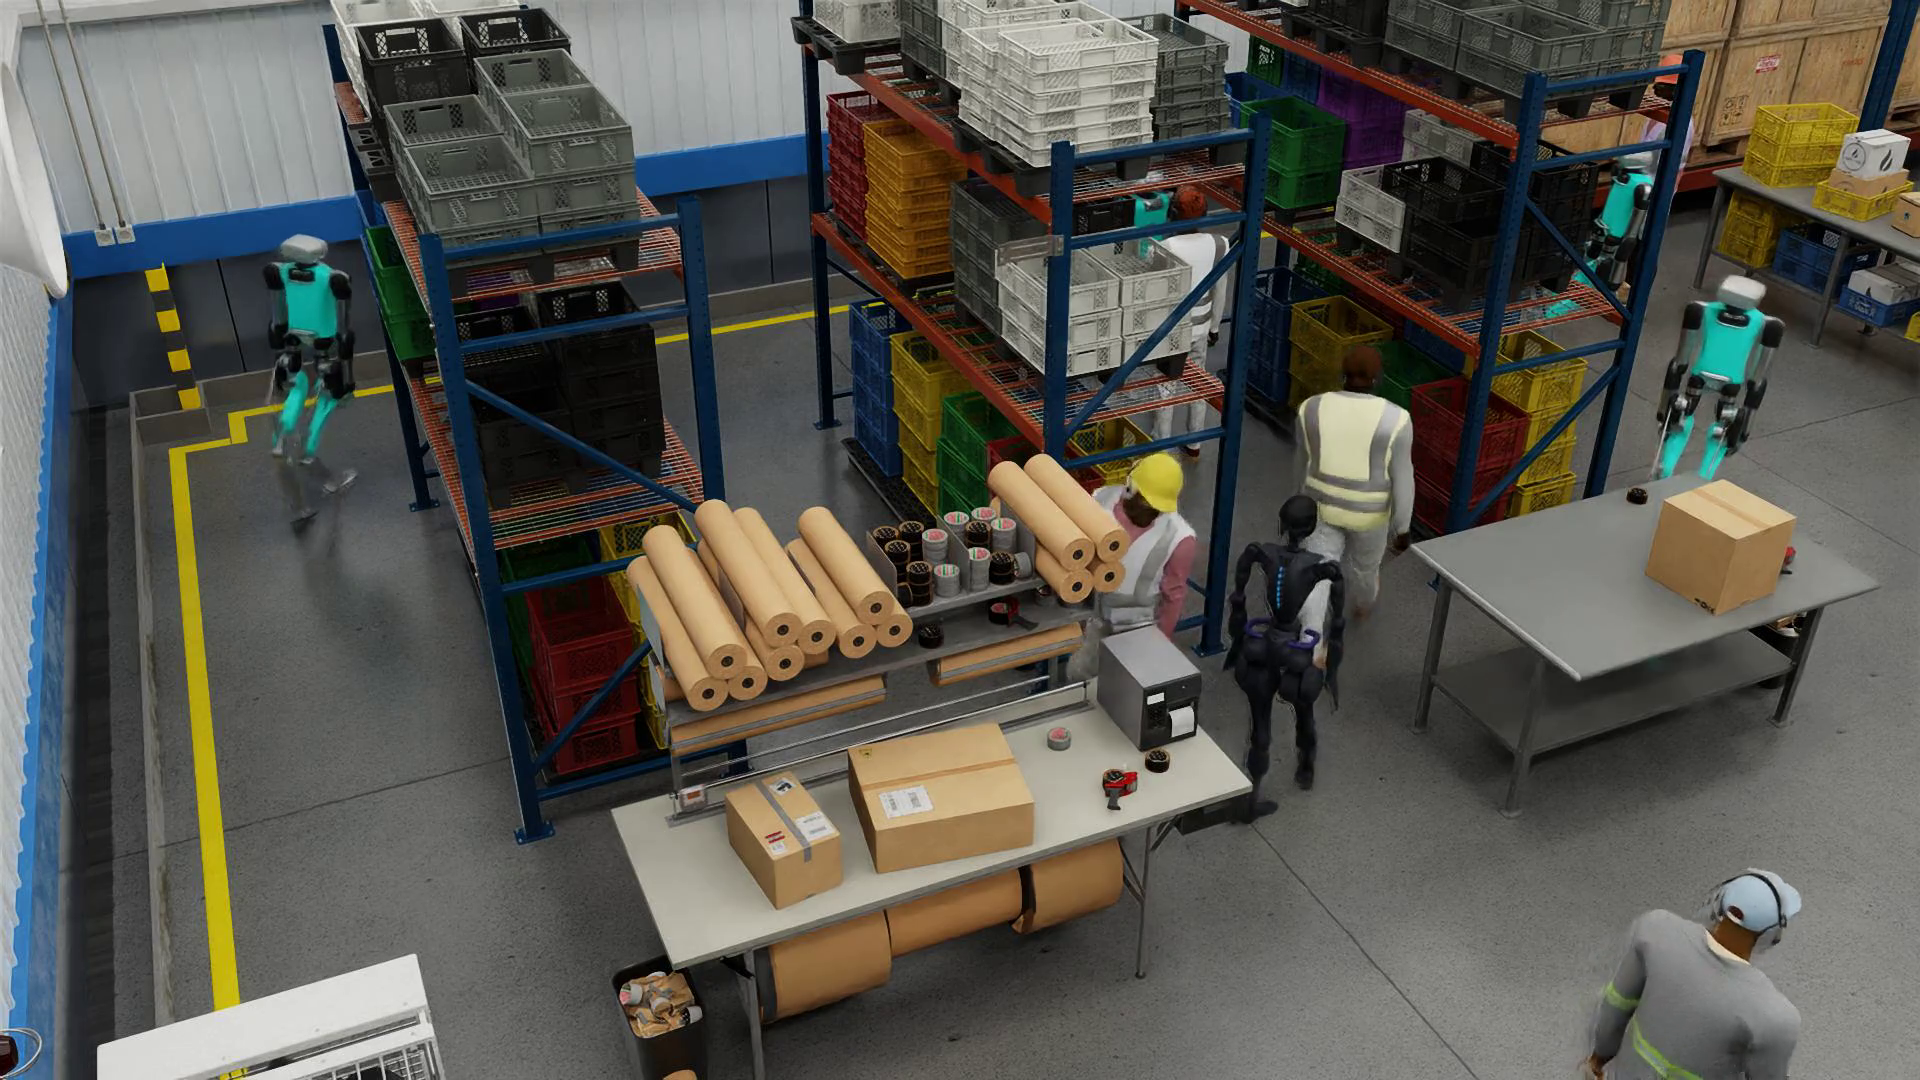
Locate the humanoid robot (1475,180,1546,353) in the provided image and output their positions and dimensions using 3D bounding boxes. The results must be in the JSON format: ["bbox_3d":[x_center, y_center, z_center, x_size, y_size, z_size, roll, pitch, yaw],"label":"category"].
[{"bbox_3d":[3.748,-1.738,11.434,0.599,1.659,0.315,-4,32,-7],"label":"humanoid robot"}]

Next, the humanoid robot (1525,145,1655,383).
[{"bbox_3d":[4.306,-1.890,11.586,0.769,1.724,0.531,-1,32,-1],"label":"humanoid robot"}]

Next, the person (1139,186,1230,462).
[{"bbox_3d":[1.405,-1.341,10.610,0.575,1.882,0.355,-10,33,-16],"label":"person"}]

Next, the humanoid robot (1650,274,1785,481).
[{"bbox_3d":[4.233,-0.579,9.536,0.551,1.829,0.661,17,36,26],"label":"humanoid robot"}]

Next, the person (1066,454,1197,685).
[{"bbox_3d":[0.771,0.365,7.932,0.618,1.778,0.452,26,40,35],"label":"person"}]

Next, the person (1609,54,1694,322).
[{"bbox_3d":[5.202,-2.633,12.558,0.373,2.044,0.604,1,32,1],"label":"person"}]

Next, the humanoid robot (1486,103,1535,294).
[{"bbox_3d":[4.159,-2.329,12.307,0.543,1.752,0.679,-23,38,-32],"label":"humanoid robot"}]

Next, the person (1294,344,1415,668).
[{"bbox_3d":[2.098,-0.193,8.850,0.697,1.767,0.991,14,34,22],"label":"person"}]

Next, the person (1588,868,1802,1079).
[{"bbox_3d":[2.407,1.815,5.542,0.635,1.822,0.601,-14,34,-21],"label":"person"}]

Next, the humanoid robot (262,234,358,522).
[{"bbox_3d":[-4.003,-0.873,10.019,0.542,1.747,0.948,7,32,12],"label":"humanoid robot"}]

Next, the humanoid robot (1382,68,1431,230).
[{"bbox_3d":[3.720,-3.264,13.923,0.384,1.639,0.592,-22,38,-31],"label":"humanoid robot"}]

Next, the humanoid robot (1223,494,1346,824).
[{"bbox_3d":[1.511,0.550,7.770,0.589,1.632,0.663,17,35,25],"label":"humanoid robot"}]

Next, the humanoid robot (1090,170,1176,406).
[{"bbox_3d":[1.099,-1.762,11.393,0.531,1.740,0.723,-16,35,-24],"label":"humanoid robot"}]
